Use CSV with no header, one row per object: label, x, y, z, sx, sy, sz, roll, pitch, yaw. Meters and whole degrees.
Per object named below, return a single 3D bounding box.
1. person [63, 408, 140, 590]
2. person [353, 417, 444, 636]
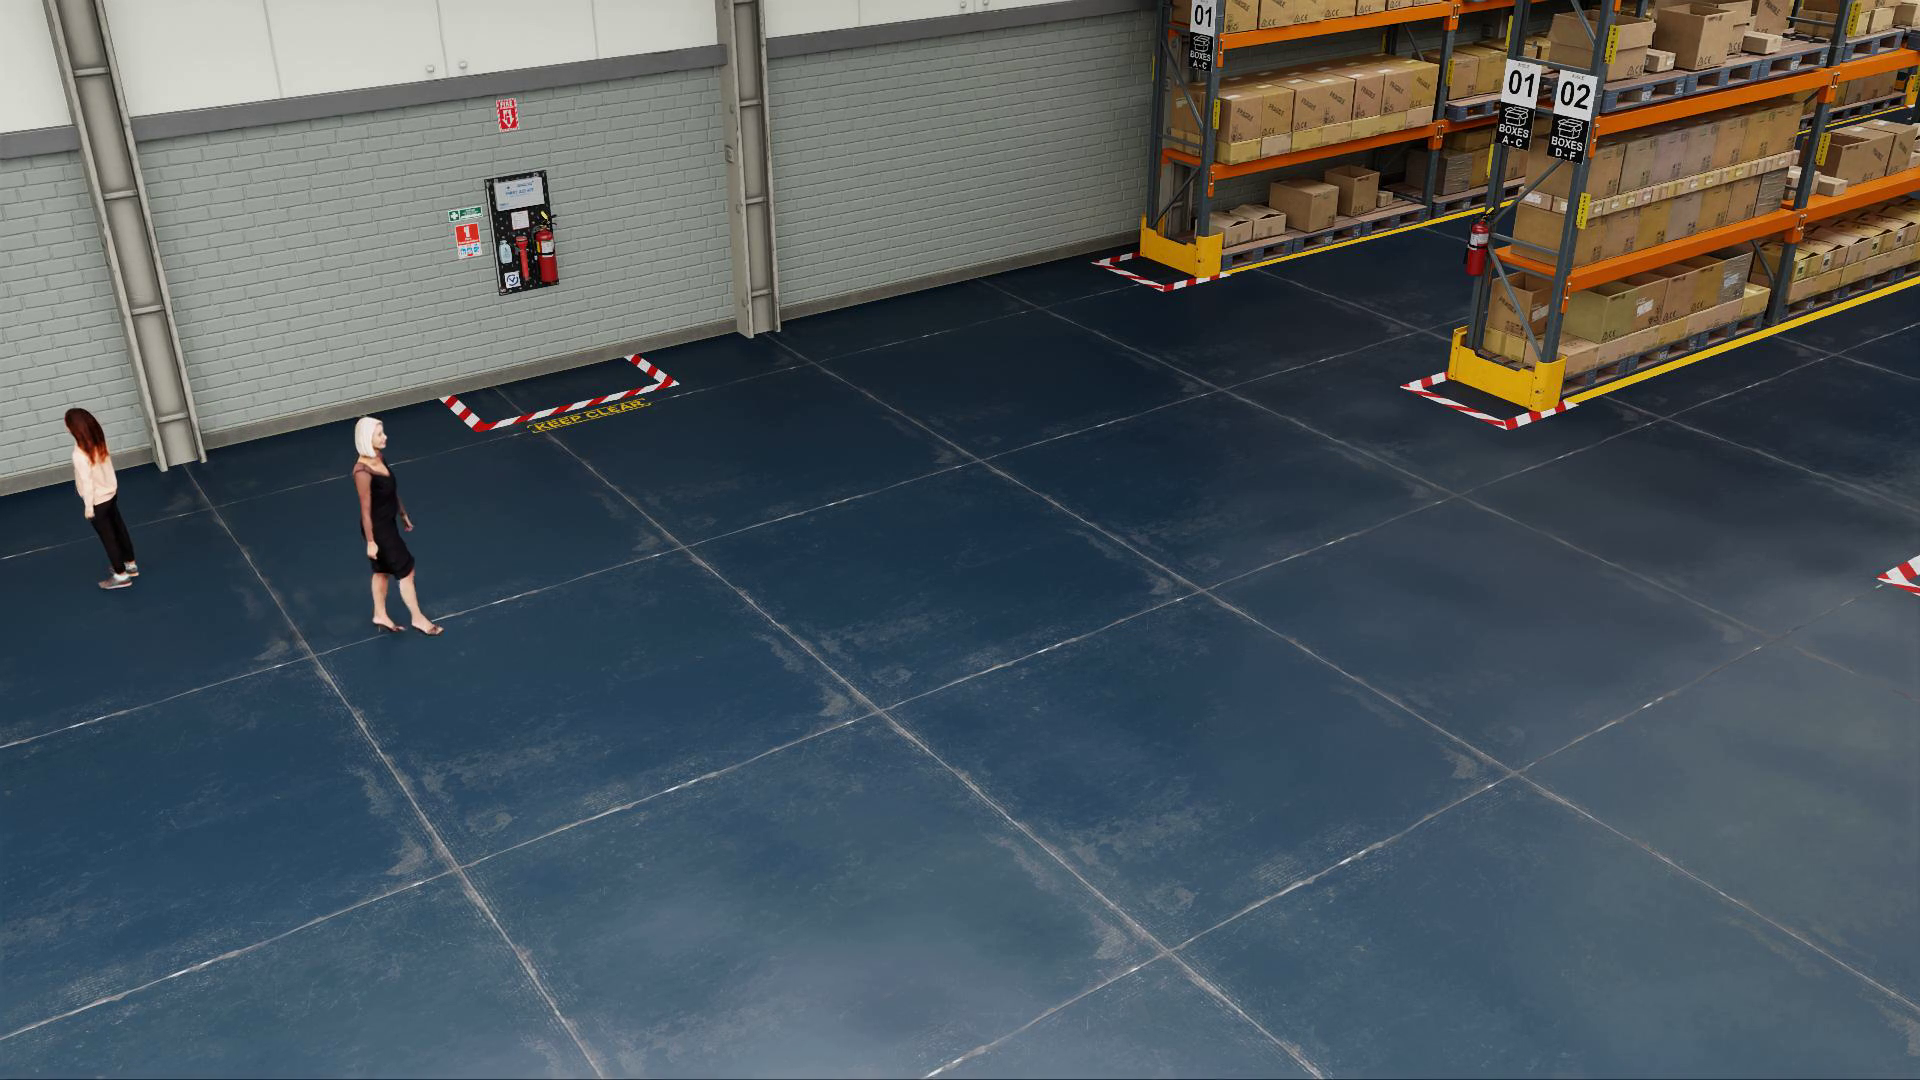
person,-6.633,-0.333,12.821,0.654,1.483,0.641,-2,27,-3
person,-4.270,-0.073,12.045,0.909,1.731,0.828,-1,27,-2
